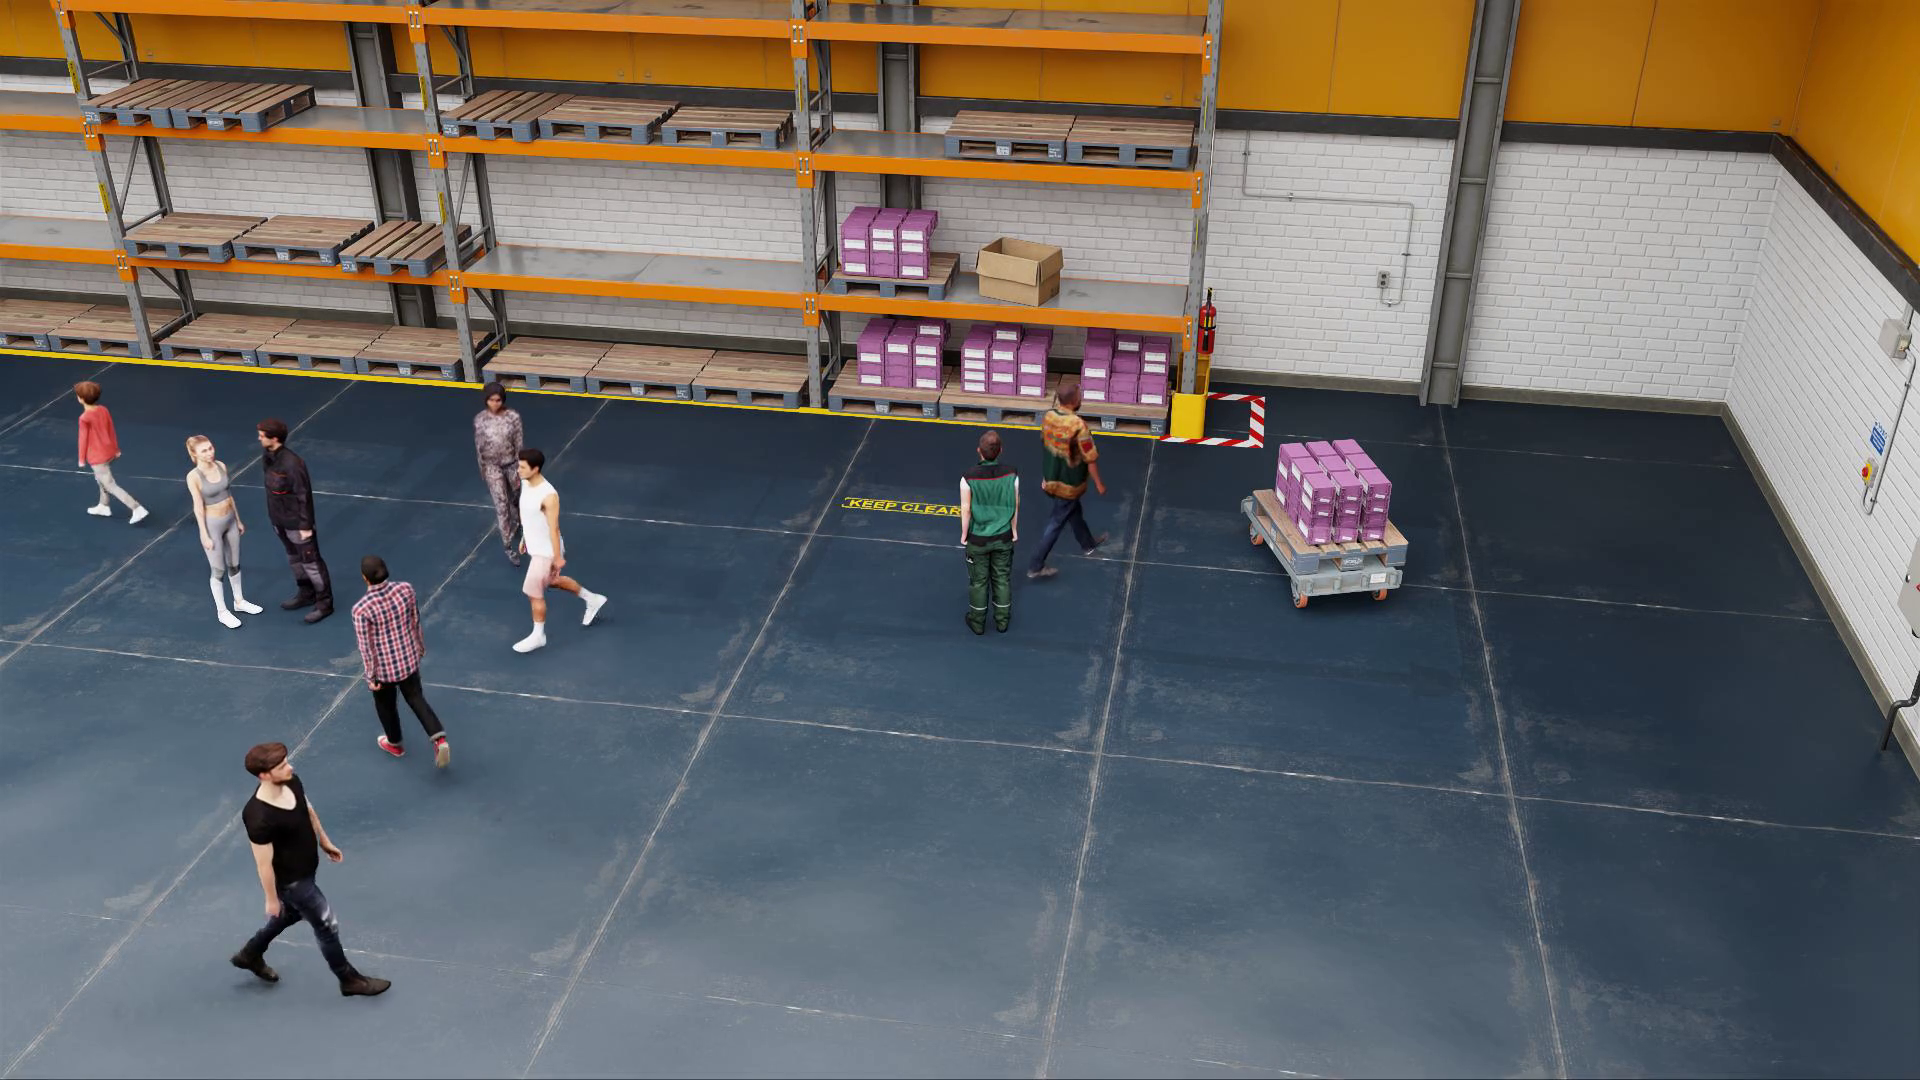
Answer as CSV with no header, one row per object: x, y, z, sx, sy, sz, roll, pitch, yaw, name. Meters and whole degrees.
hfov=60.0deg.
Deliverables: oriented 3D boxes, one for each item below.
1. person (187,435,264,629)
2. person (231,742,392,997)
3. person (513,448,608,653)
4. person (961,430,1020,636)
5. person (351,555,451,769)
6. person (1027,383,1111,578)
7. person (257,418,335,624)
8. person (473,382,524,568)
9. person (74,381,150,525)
-6.183,-0.100,13.881,0.577,1.702,0.612,11,31,20,person
-4.058,1.981,9.896,1.267,1.866,0.849,-1,29,-2,person
-3.316,0.037,13.572,1.174,1.758,1.072,-16,32,-27,person
0.241,-0.065,13.670,0.658,1.843,0.782,-6,29,-10,person
-4.049,0.893,12.020,1.146,1.741,1.007,22,36,35,person
0.854,-0.471,14.508,1.267,1.754,1.202,-18,33,-29,person
-5.562,-0.195,13.912,0.724,1.839,0.855,23,36,36,person
-4.089,-0.659,14.927,1.096,1.681,0.924,-3,29,-5,person
-7.928,-0.788,15.457,0.916,1.401,0.535,3,29,6,person
